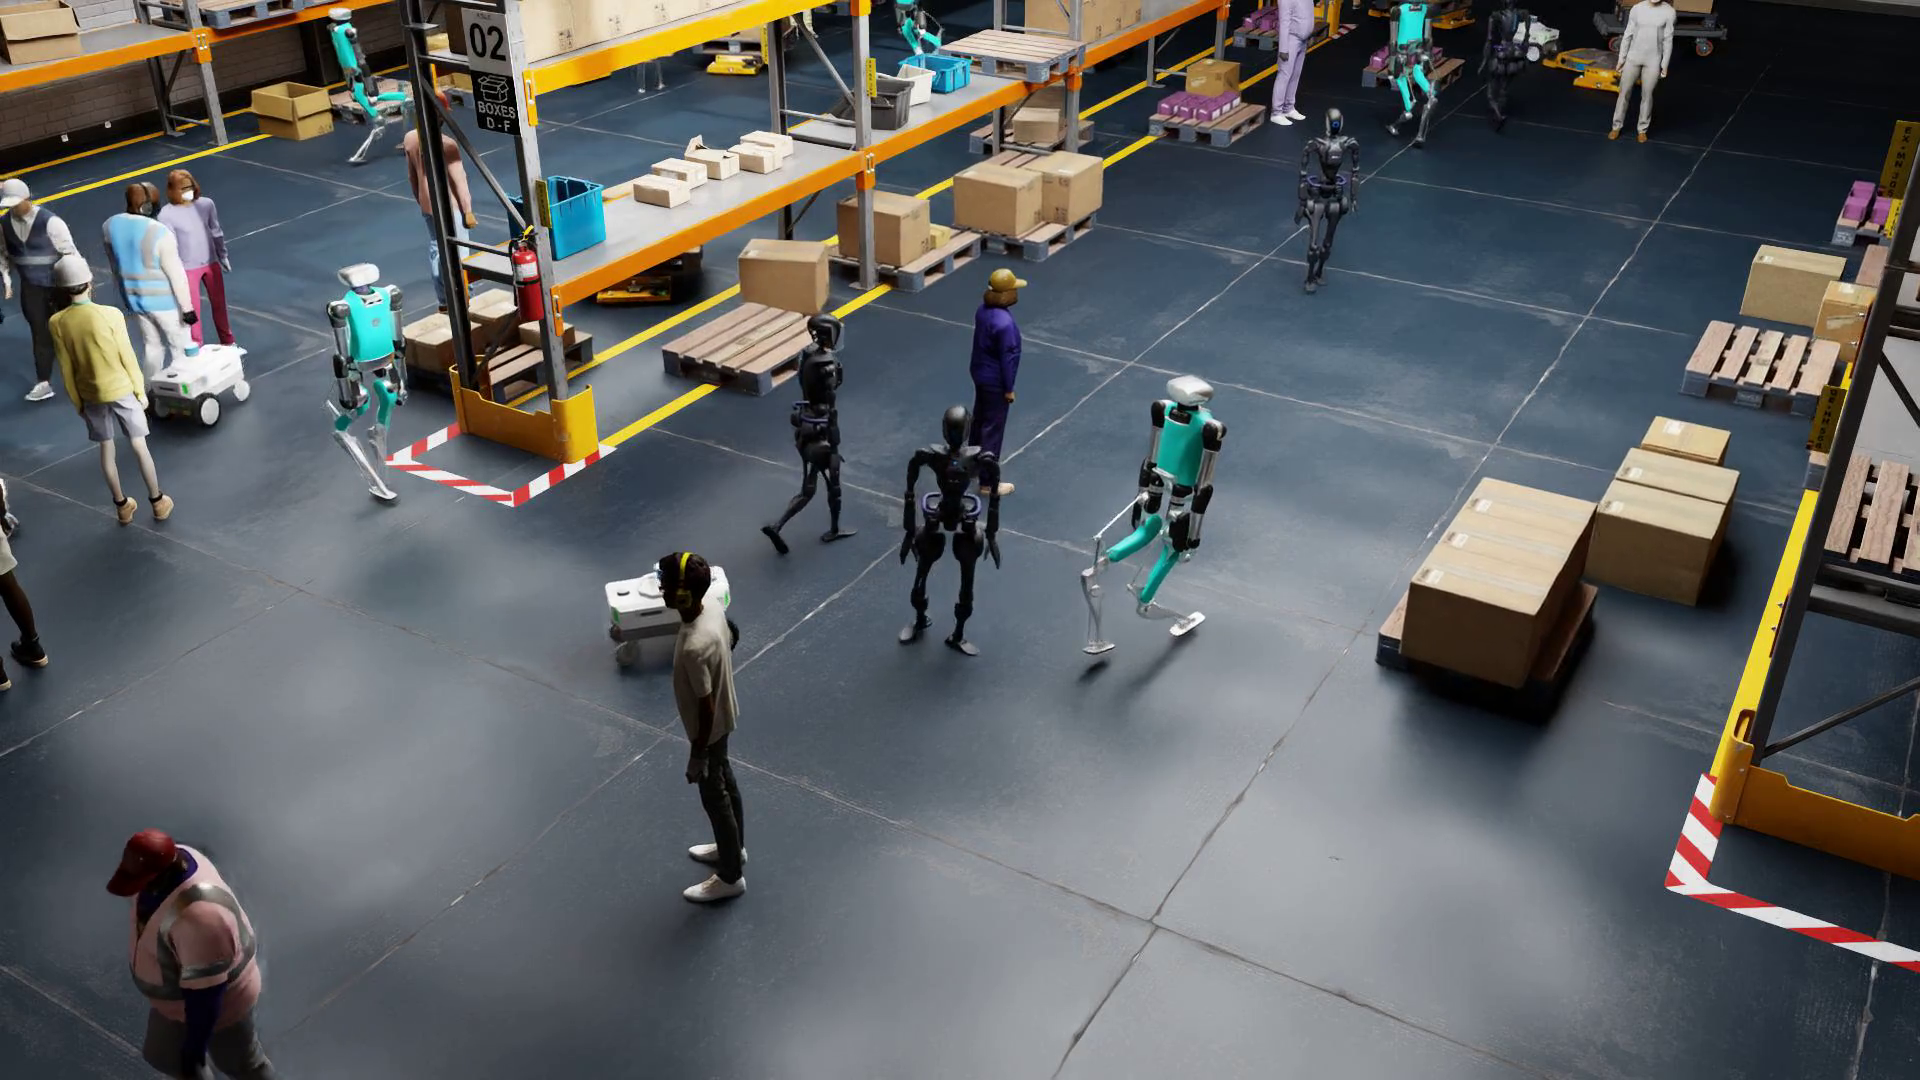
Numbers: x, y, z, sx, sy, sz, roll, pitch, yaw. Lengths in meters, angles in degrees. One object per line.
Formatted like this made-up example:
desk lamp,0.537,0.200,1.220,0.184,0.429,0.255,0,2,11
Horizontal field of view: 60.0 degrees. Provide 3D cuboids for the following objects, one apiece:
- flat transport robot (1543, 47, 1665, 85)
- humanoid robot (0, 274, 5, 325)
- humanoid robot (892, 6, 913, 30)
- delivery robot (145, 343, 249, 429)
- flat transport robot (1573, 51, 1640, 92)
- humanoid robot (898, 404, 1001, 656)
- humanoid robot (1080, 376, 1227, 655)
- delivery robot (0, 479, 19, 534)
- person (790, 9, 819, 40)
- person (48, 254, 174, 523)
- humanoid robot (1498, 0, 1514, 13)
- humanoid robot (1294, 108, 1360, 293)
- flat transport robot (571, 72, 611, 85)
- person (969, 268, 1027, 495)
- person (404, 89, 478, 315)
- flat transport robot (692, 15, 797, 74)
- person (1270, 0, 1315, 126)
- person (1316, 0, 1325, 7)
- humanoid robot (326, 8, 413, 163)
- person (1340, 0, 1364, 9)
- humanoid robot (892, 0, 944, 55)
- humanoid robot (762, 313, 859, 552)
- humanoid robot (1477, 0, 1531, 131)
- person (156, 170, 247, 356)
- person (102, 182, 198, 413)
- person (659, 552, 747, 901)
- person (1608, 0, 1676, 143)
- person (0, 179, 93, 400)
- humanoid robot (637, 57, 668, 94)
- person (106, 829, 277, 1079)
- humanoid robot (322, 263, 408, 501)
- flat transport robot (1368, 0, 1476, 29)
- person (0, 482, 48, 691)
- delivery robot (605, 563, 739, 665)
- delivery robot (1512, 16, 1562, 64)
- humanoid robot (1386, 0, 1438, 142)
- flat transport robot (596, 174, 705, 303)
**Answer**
flat transport robot,8.541,-6.289,22.066,0.659,0.231,1.431,-19,34,-30
humanoid robot,-8.057,-2.193,13.389,0.511,1.641,0.613,17,34,27
humanoid robot,-0.748,-8.191,24.009,0.613,1.631,0.427,-8,31,-14
delivery robot,-5.867,-1.222,12.804,0.499,0.586,0.783,8,30,13
flat transport robot,8.624,-6.133,21.792,0.659,0.231,1.431,21,36,32
humanoid robot,-0.064,-0.074,9.648,0.612,1.648,0.449,0,29,0
humanoid robot,1.029,-0.030,9.573,1.083,1.725,0.552,-20,35,-32
delivery robot,-6.717,-0.202,11.005,0.796,0.592,0.499,-1,29,-1
person,-2.246,-8.020,23.617,0.562,1.752,0.325,-19,35,-30
person,-5.663,-0.974,11.034,0.480,1.887,0.403,-7,30,-13
humanoid robot,8.322,-8.781,25.037,0.605,1.634,0.402,-19,35,-30
humanoid robot,3.313,-3.040,14.898,0.590,1.642,0.554,-4,30,-7
flat transport robot,-5.367,-6.265,22.024,1.431,0.231,0.659,20,35,31
person,0.274,-1.111,11.545,0.382,1.615,0.464,-9,31,-15
person,-4.414,-2.868,14.274,0.610,1.985,0.390,15,33,25
flat transport robot,-2.911,-6.595,22.609,0.659,0.231,1.431,5,30,8
person,3.979,-5.901,19.733,0.404,1.900,0.634,19,34,29
person,5.542,-9.157,25.545,0.633,1.839,0.429,26,38,37
humanoid robot,-6.453,-5.039,18.439,0.538,1.755,1.070,25,38,36
person,6.030,-9.036,25.420,0.563,1.747,0.336,16,33,25
humanoid robot,-0.494,-6.519,21.075,0.773,1.871,0.570,-23,37,-34
humanoid robot,-0.987,-0.677,10.773,0.699,1.647,0.608,-12,32,-20
humanoid robot,6.420,-5.620,19.456,0.609,1.634,0.539,-6,30,-10
person,-6.162,-2.209,13.472,0.283,1.624,0.494,20,35,32
person,-6.082,-1.813,12.594,0.670,1.808,0.437,9,31,15
person,-1.200,0.877,7.764,0.331,1.871,0.507,0,29,0
person,7.835,-5.509,19.052,0.560,1.888,0.398,14,32,23
person,-7.097,-1.952,12.916,0.781,1.710,0.913,-2,30,-4
humanoid robot,-3.922,-6.537,21.036,0.548,1.803,0.823,-2,30,-3
person,-2.950,1.760,6.353,0.634,1.721,0.556,25,38,37
humanoid robot,-4.104,-1.021,11.370,0.762,1.896,0.545,21,36,33
flat transport robot,6.910,-7.882,24.884,0.659,0.231,1.431,-26,39,-38
person,-5.615,-0.062,9.330,0.364,1.961,0.611,13,32,21
delivery robot,-1.736,0.405,9.928,0.777,0.587,0.499,-9,31,-15
delivery robot,7.833,-6.868,22.802,0.499,0.596,0.795,-21,36,-33
humanoid robot,5.175,-5.310,18.883,0.547,1.752,1.037,-6,30,-10
flat transport robot,-2.973,-2.534,15.424,0.659,0.231,1.431,-2,30,-4
